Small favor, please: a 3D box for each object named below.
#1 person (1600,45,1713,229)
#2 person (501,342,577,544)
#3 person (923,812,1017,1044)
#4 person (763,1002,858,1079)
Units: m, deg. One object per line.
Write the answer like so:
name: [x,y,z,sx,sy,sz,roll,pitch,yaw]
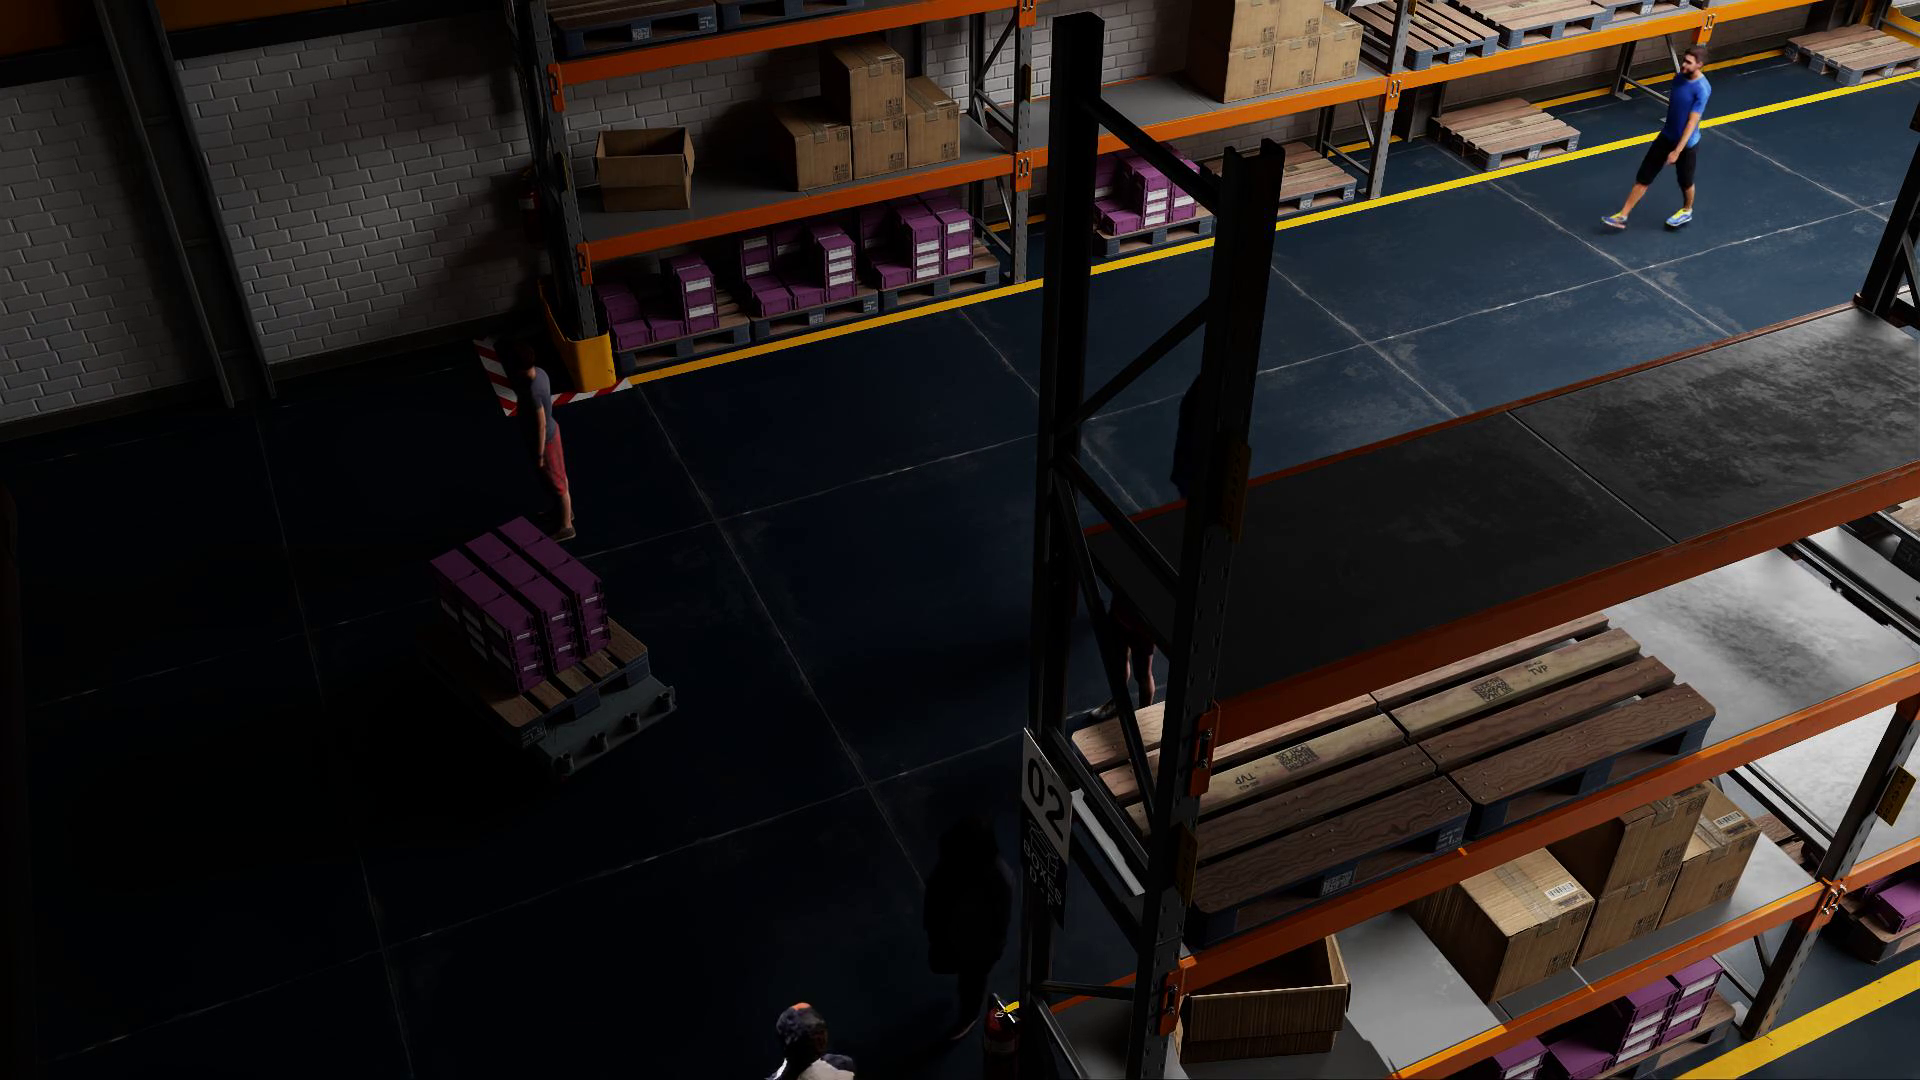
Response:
person: [6.855,-3.754,15.698,1.212,1.810,0.612,-16,41,-19]
person: [-3.012,-0.729,12.037,0.608,1.650,0.644,-6,39,-8]
person: [0.090,1.980,8.697,0.813,1.586,0.885,30,48,32]
person: [-0.654,2.825,7.418,1.154,1.862,0.849,-23,44,-26]
